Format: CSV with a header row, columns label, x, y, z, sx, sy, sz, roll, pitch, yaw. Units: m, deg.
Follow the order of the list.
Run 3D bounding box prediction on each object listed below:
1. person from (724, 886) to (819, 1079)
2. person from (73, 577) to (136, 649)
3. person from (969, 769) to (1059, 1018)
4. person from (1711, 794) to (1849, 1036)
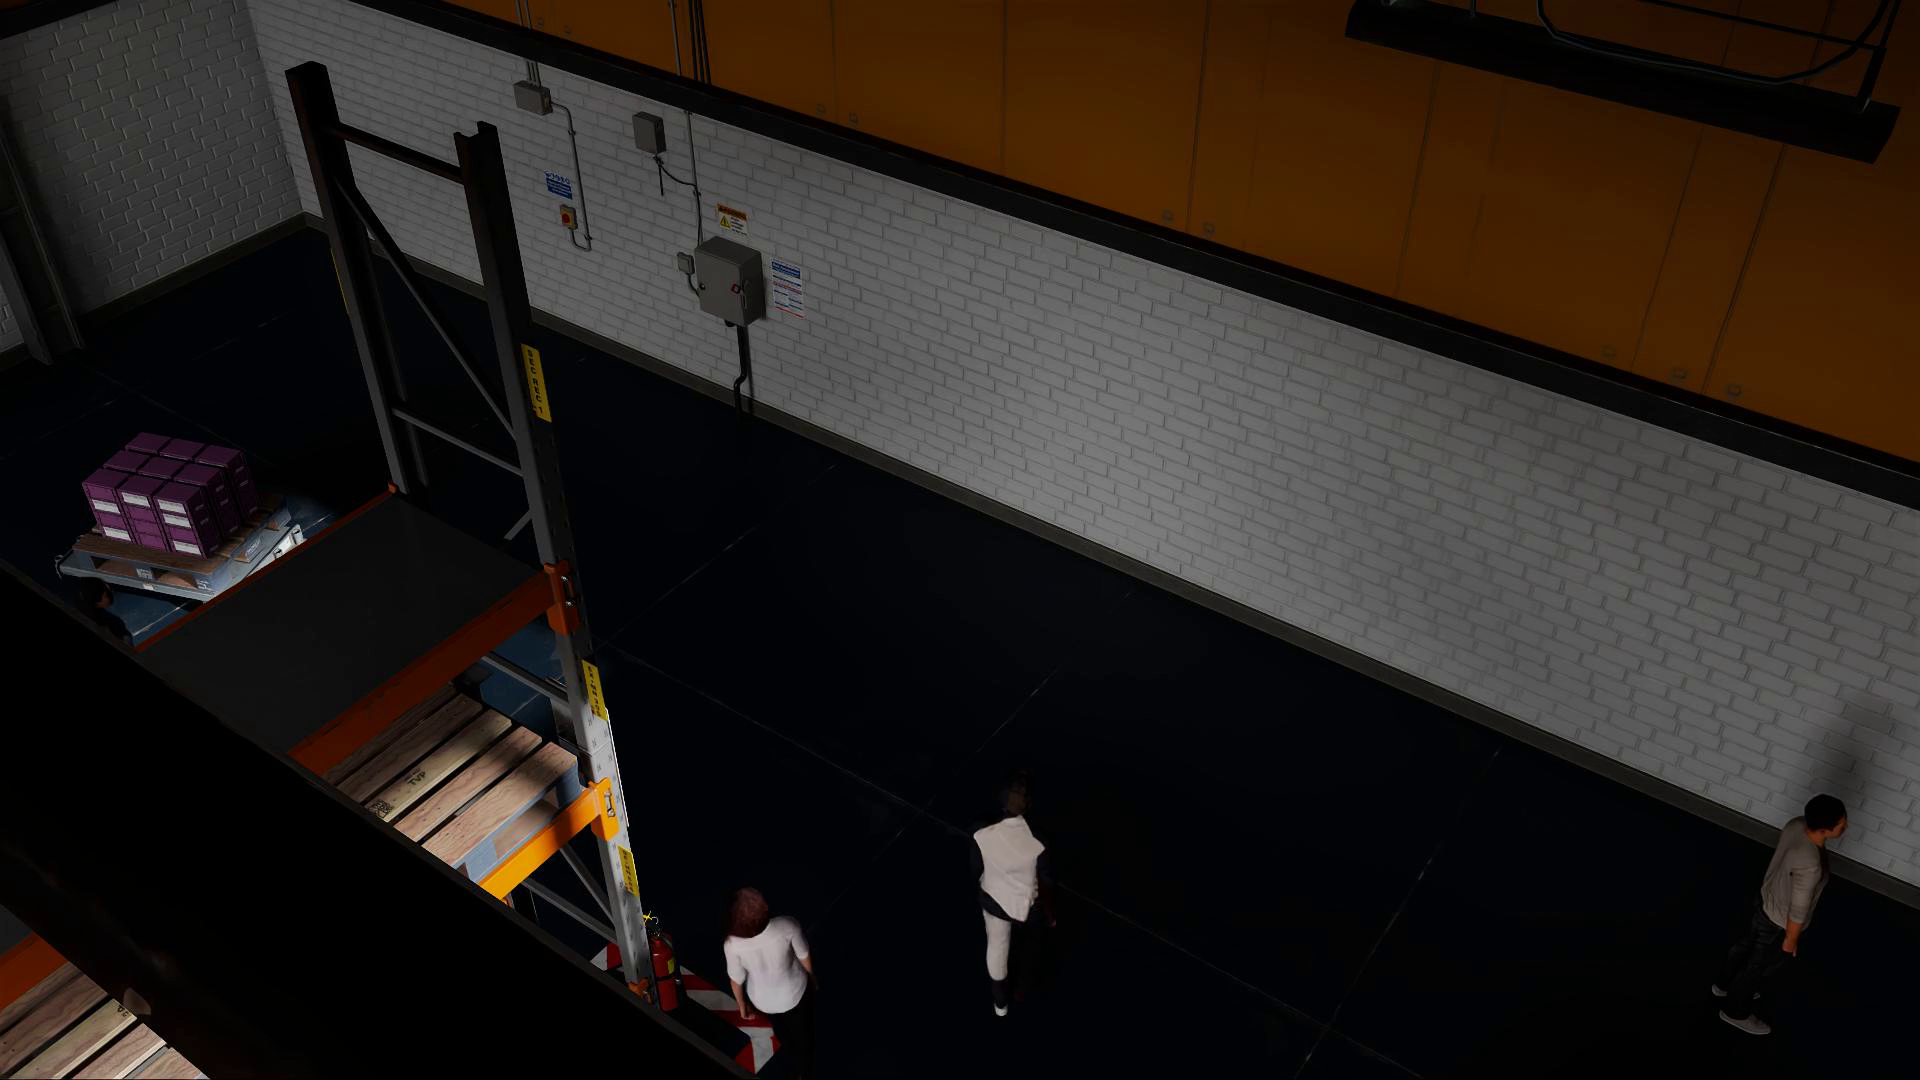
label,x,y,z,sx,sy,sz,roll,pitch,yaw
person,-0.981,2.543,8.966,1.018,1.750,1.100,-2,39,-3
person,-5.484,0.949,10.944,0.707,1.772,0.712,-29,47,-31
person,0.276,2.087,9.432,0.795,1.881,0.763,12,40,15
person,4.666,2.100,9.471,0.784,1.812,0.622,8,39,10
